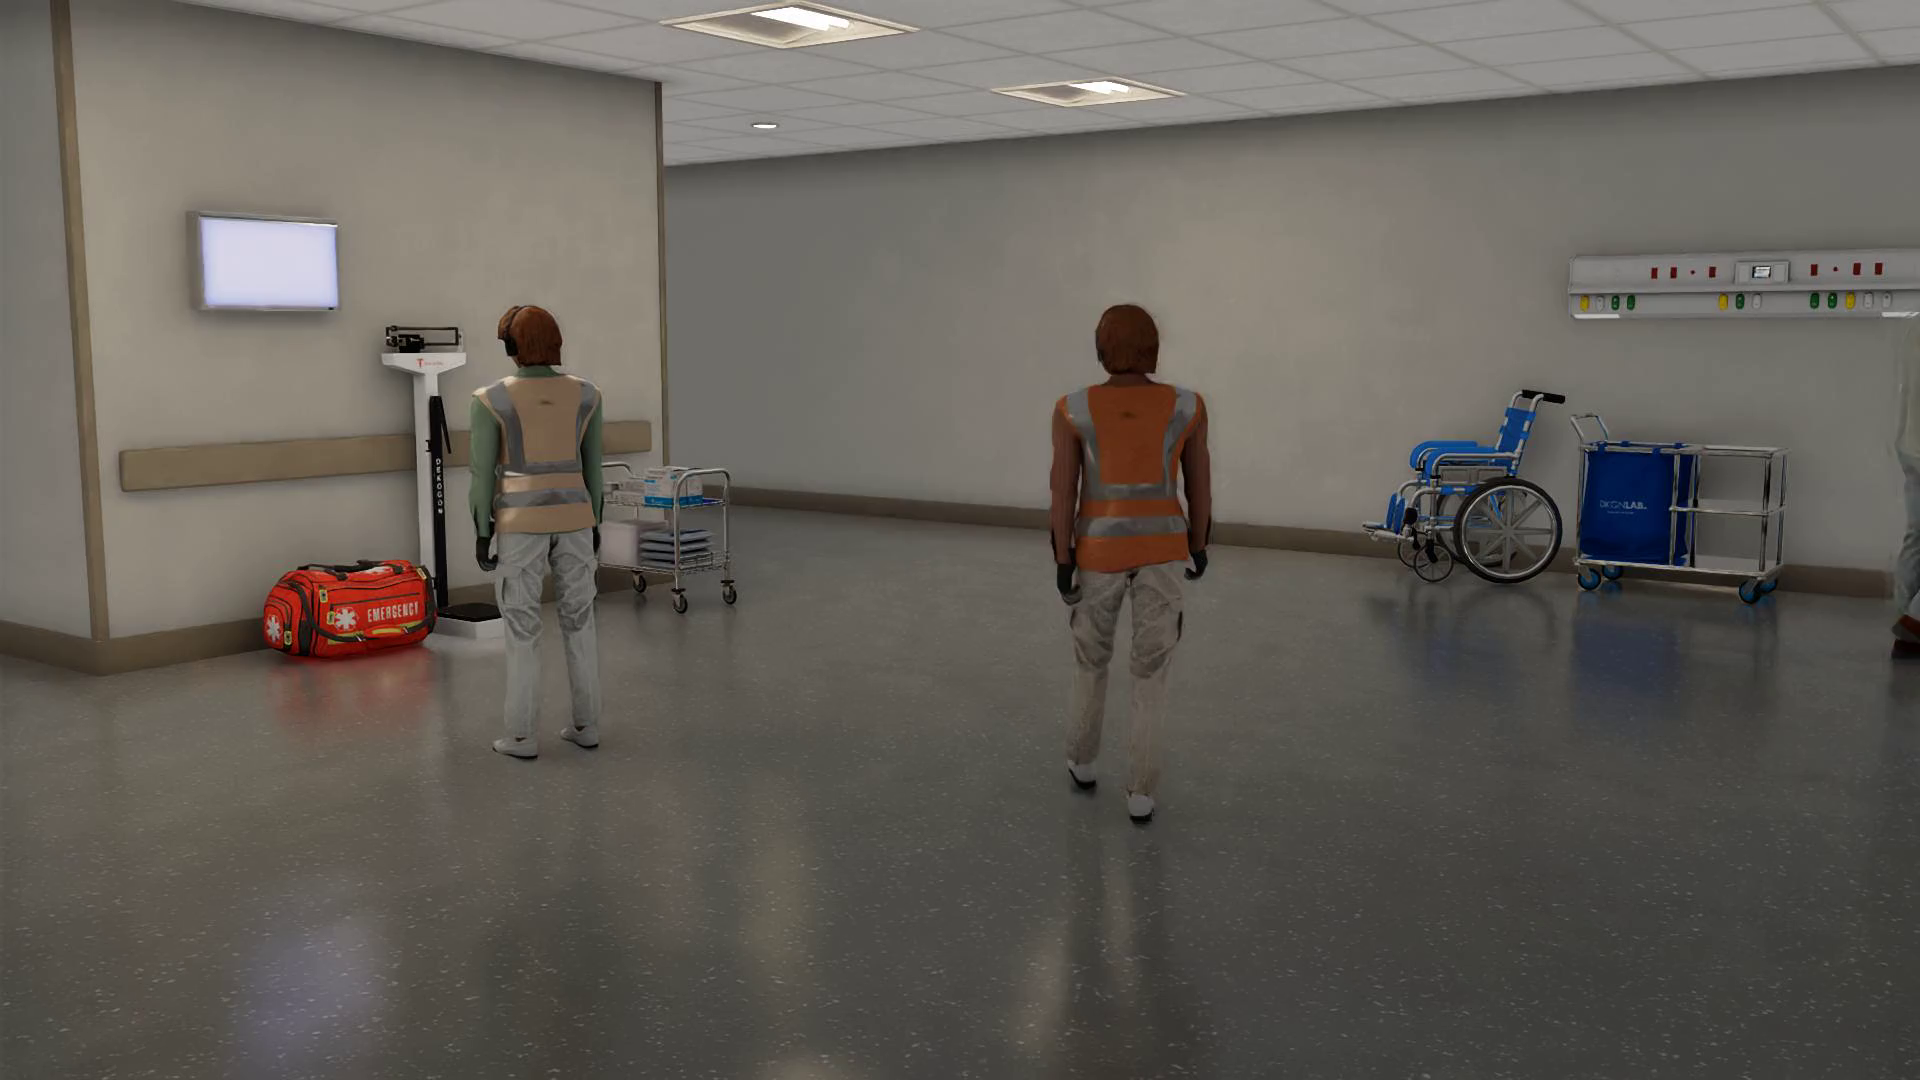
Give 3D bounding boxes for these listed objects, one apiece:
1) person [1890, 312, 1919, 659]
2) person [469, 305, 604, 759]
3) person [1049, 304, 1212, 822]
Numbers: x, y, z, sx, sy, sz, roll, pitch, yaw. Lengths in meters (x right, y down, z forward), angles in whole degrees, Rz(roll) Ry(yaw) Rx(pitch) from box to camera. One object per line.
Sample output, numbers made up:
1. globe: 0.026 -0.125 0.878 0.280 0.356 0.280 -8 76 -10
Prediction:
1. person: 4.557 -0.381 7.668 0.437 1.924 0.663 1 7 11
2. person: -1.518 -0.028 6.024 0.507 1.629 0.315 -5 9 -35
3. person: 0.549 0.059 5.398 0.523 1.616 0.685 0 7 4
